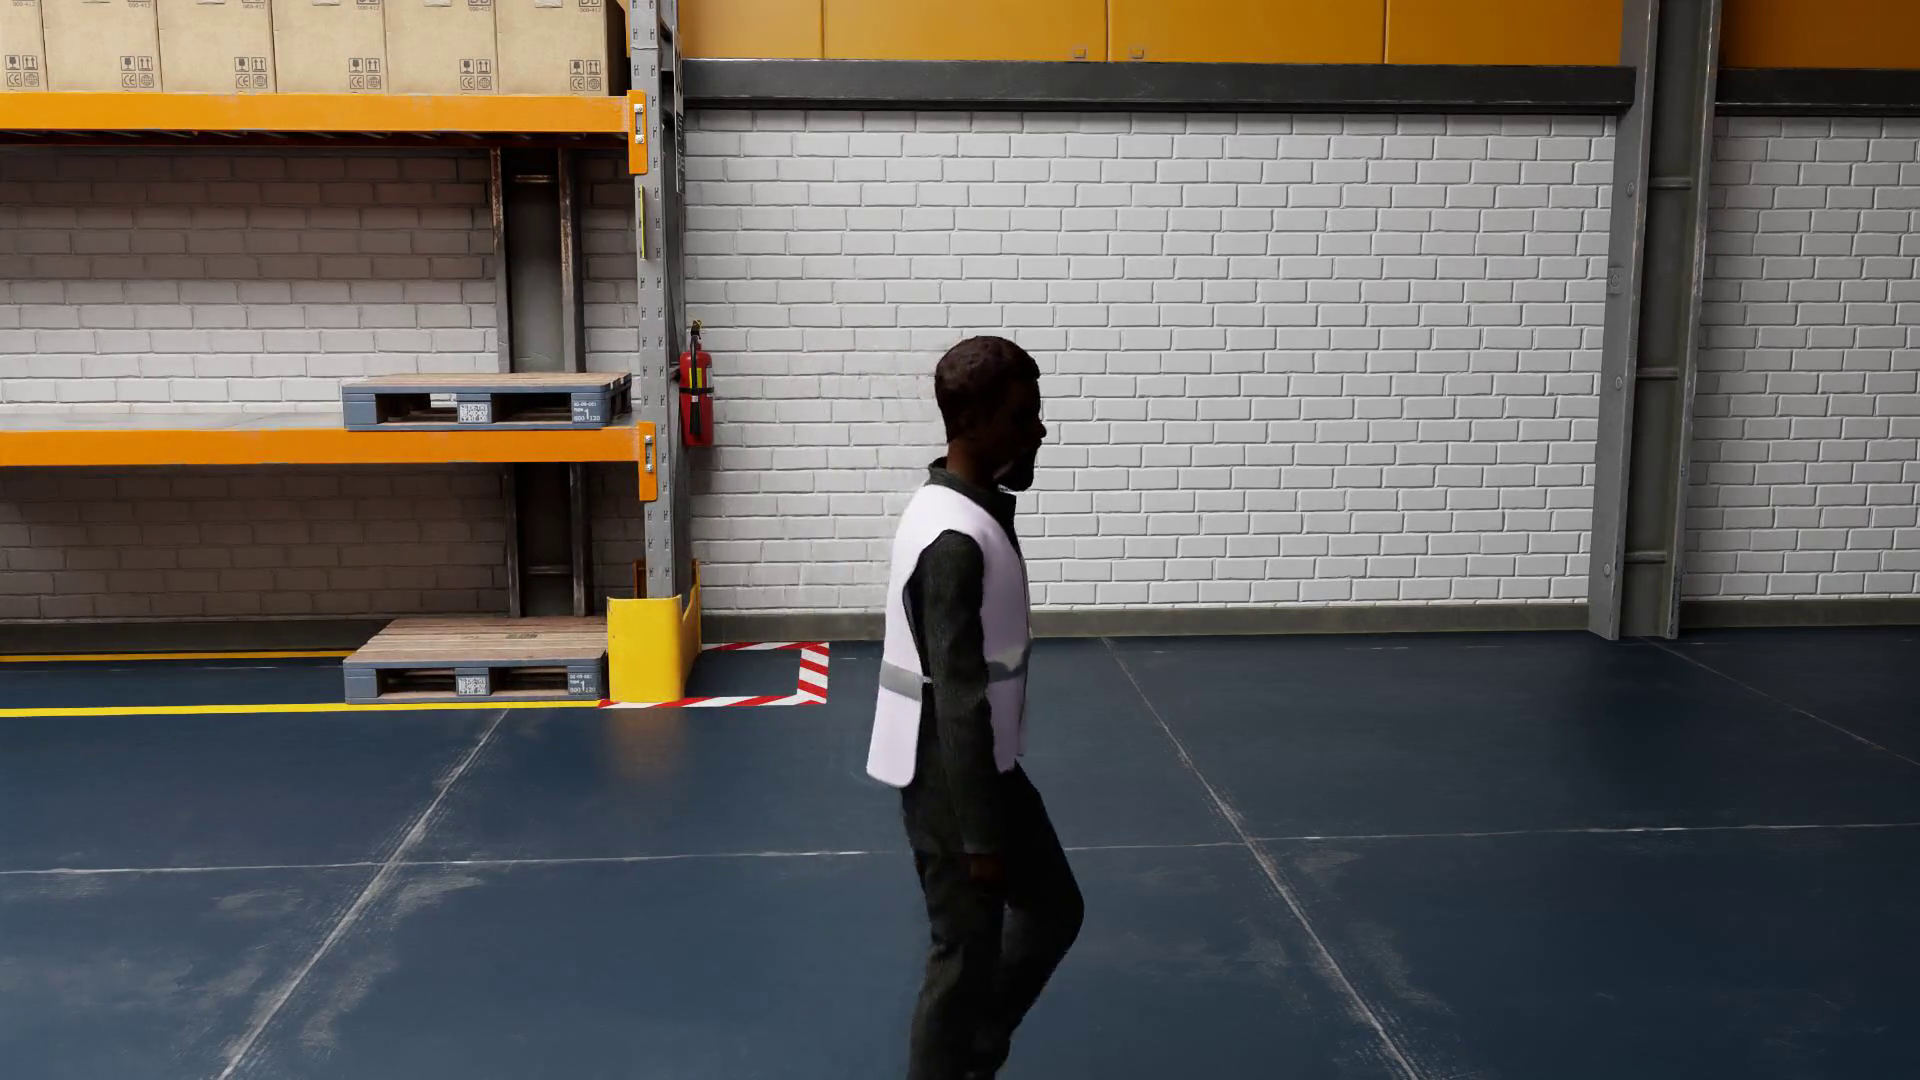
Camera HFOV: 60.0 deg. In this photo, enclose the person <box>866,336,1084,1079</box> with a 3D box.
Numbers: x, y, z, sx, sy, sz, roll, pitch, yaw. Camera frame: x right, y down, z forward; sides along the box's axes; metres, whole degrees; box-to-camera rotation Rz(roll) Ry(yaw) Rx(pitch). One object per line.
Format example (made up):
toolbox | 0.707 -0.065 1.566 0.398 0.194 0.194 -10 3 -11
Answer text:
person | 0.058 0.512 3.597 0.504 1.893 0.623 1 9 5
